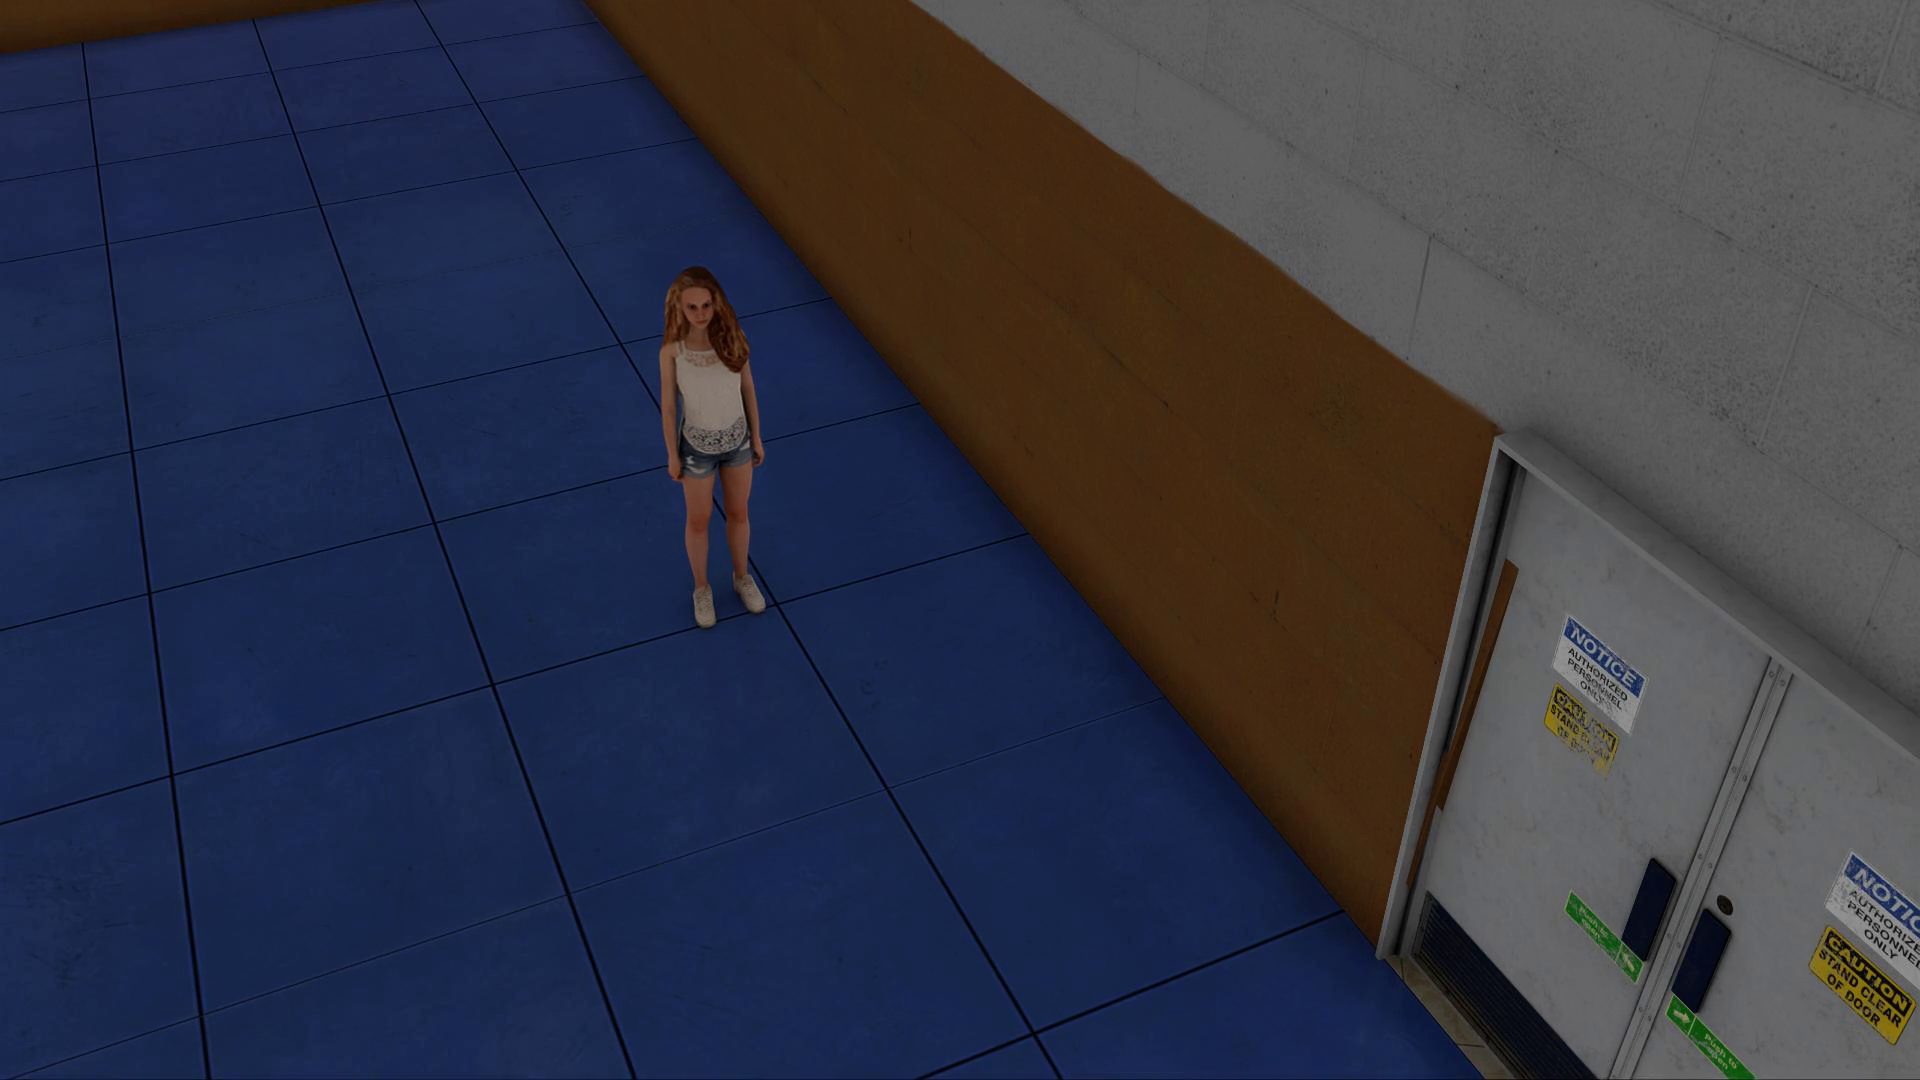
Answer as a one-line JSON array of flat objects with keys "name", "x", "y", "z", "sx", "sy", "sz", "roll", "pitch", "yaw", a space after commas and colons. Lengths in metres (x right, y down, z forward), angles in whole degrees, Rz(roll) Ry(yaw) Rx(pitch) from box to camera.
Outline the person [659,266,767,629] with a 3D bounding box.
[{"name": "person", "x": -1.084, "y": -0.408, "z": 7.300, "sx": 0.439, "sy": 1.759, "sz": 0.640, "roll": -15, "pitch": 39, "yaw": -19}]
